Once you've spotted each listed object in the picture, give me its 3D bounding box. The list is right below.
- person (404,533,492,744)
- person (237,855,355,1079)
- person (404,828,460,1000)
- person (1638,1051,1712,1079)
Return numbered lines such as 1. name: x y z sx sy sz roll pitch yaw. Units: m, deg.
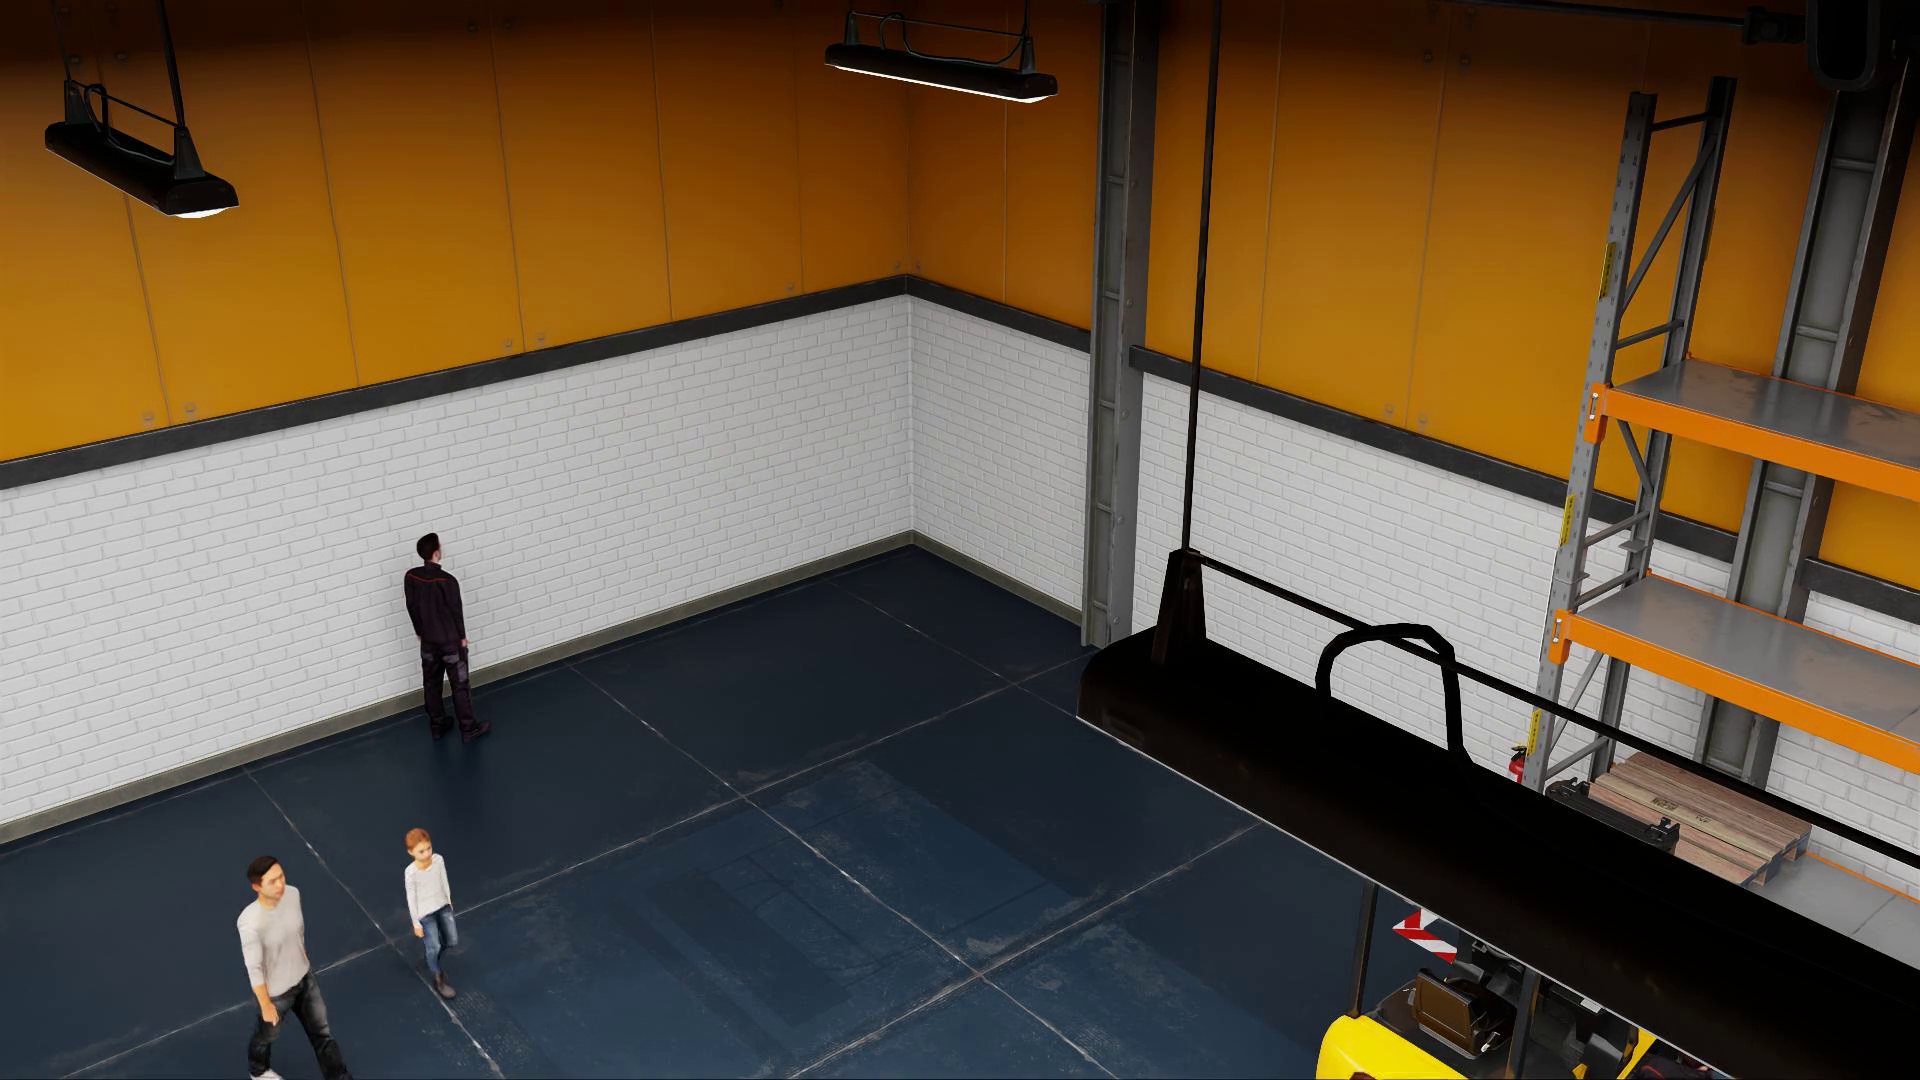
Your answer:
1. person: -4.430 0.834 14.240 0.726 1.916 0.840 7 25 16
2. person: -4.223 2.697 10.169 1.244 1.763 1.026 9 25 20
3. person: -3.600 2.489 11.212 0.630 1.308 0.547 16 28 33
4. person: 3.702 3.289 8.718 0.779 1.840 0.526 -15 28 -31
